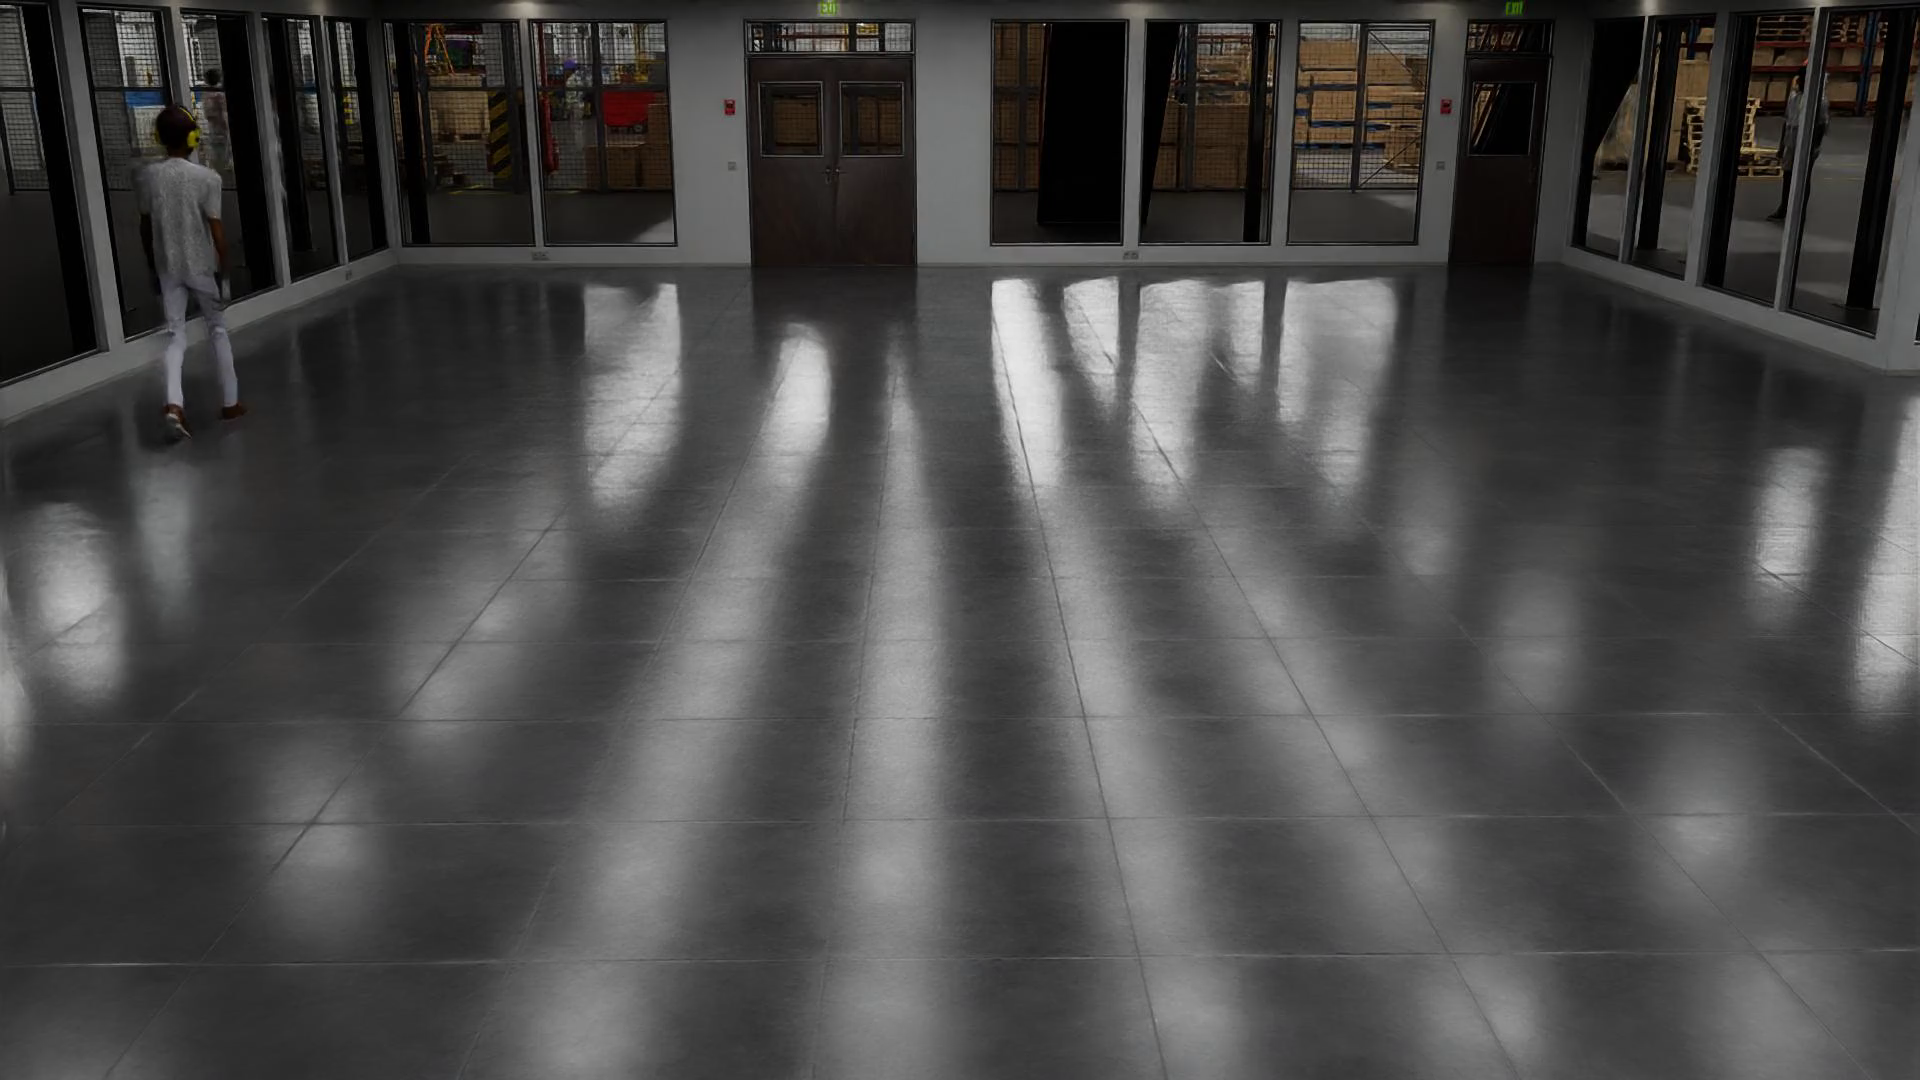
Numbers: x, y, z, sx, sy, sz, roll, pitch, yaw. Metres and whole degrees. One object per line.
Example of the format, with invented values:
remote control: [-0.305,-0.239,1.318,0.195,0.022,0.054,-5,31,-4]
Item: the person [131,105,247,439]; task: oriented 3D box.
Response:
person: [-4.380,-1.511,9.389,0.514,1.837,0.893,-2,17,-8]
